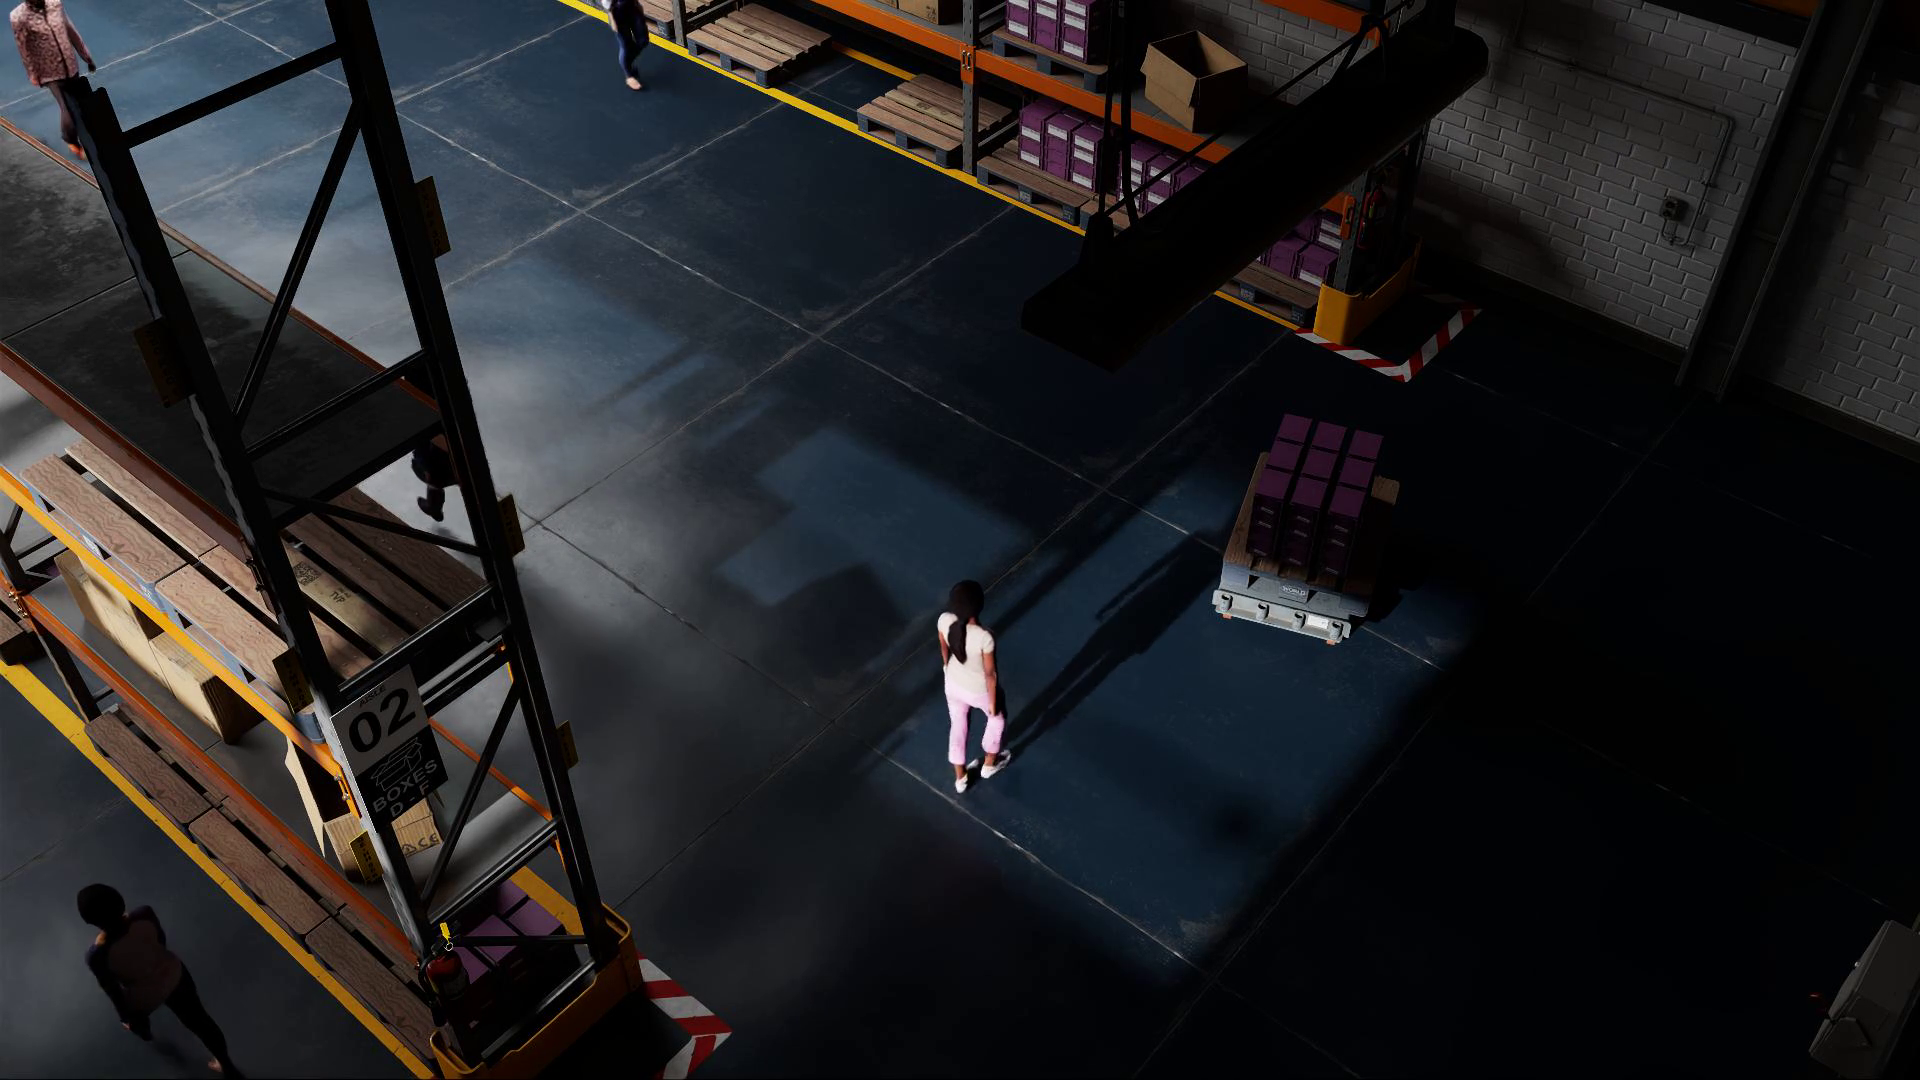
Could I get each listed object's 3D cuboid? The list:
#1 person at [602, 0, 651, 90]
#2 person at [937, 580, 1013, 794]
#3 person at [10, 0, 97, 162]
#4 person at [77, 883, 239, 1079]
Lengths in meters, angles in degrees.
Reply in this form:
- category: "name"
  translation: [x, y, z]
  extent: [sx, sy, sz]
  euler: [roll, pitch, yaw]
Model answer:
- category: "person"
  translation: [-3.410, -5.303, 16.638]
  extent: [0.609, 1.602, 0.605]
  euler: [32, 52, 29]
- category: "person"
  translation: [0.021, 0.939, 9.992]
  extent: [0.622, 1.733, 0.709]
  euler: [25, 49, 24]
- category: "person"
  translation: [-8.527, -4.463, 15.619]
  extent: [0.714, 1.792, 0.752]
  euler: [21, 47, 20]
- category: "person"
  translation: [-4.166, 2.346, 8.671]
  extent: [1.035, 1.516, 0.614]
  euler: [26, 49, 25]
